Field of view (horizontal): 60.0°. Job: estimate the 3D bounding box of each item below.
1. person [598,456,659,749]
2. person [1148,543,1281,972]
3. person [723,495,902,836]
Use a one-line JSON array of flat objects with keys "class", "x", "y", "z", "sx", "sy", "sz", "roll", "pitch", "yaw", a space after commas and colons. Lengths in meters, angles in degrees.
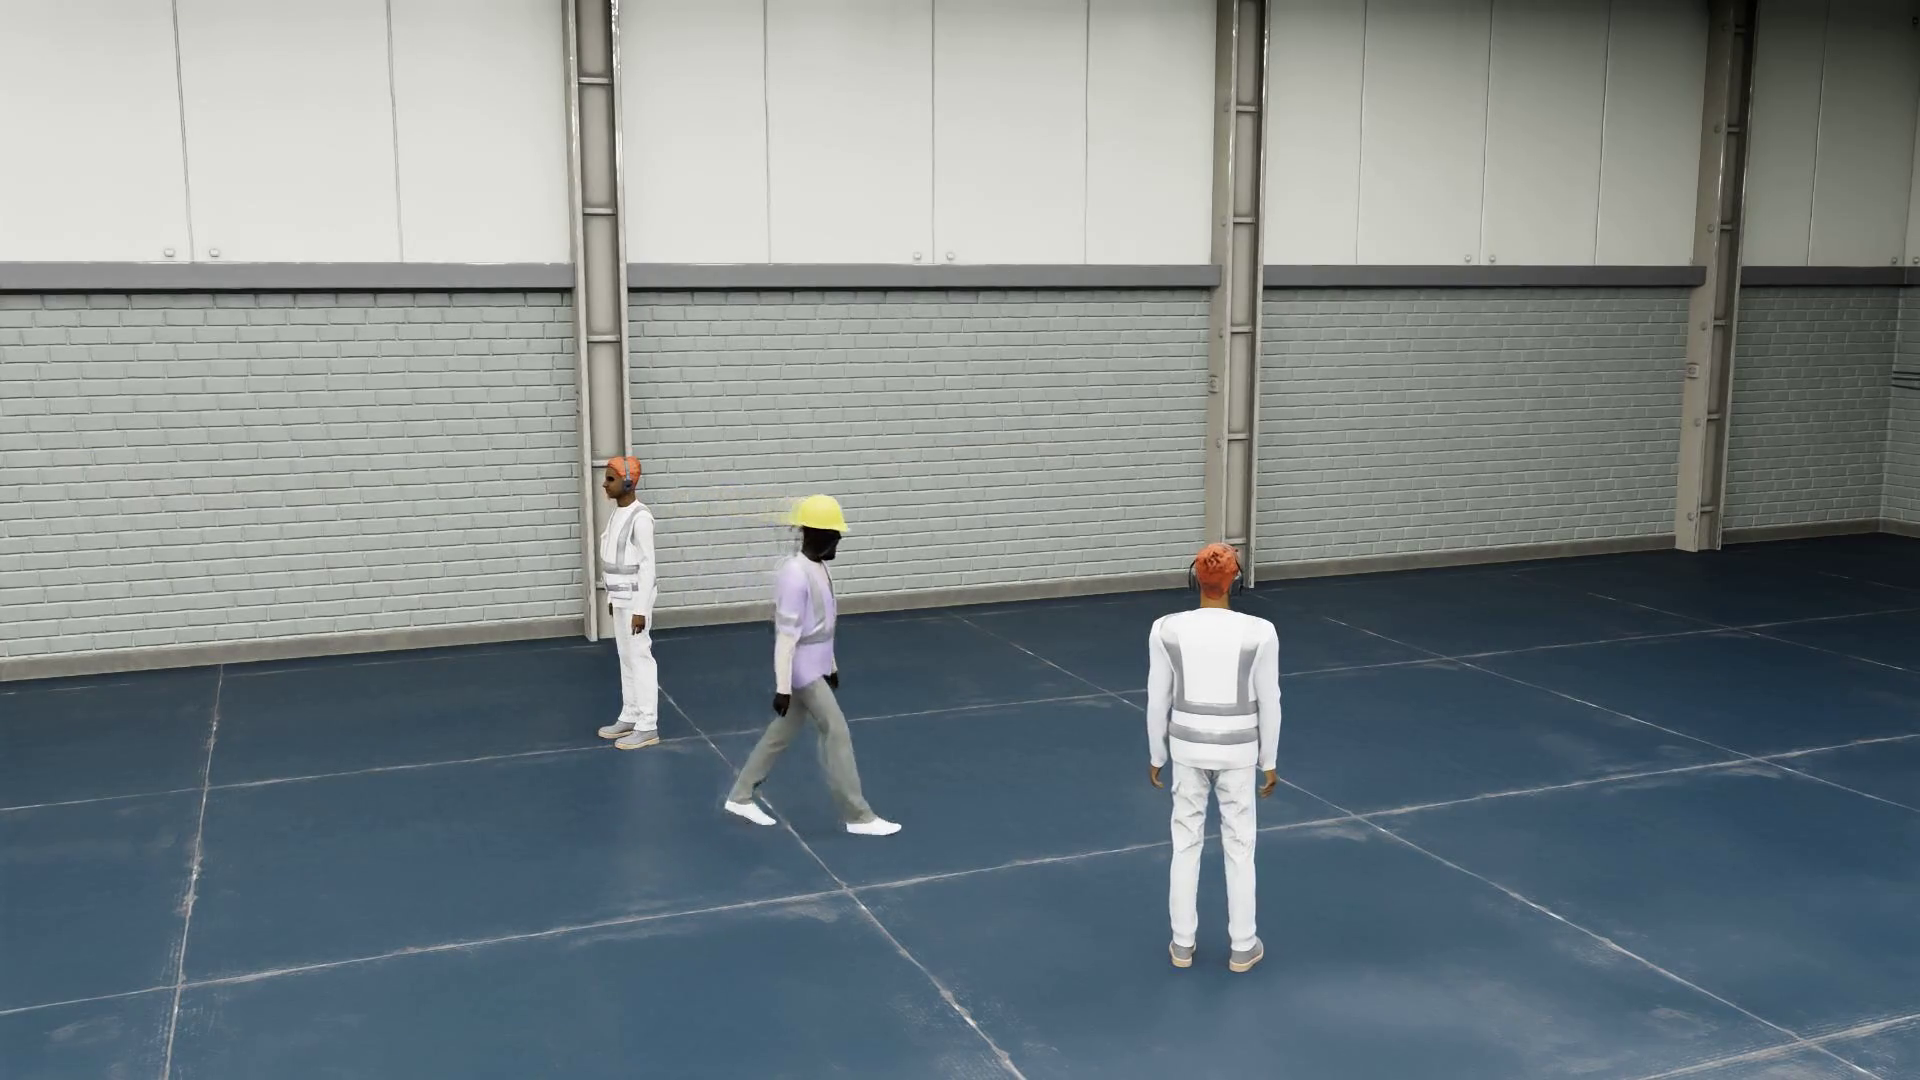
[{"class": "person", "x": -2.135, "y": 0.398, "z": 10.716, "sx": 0.355, "sy": 1.883, "sz": 0.574, "roll": -5, "pitch": 10, "yaw": -29}, {"class": "person", "x": 1.107, "y": 0.947, "z": 7.262, "sx": 0.573, "sy": 1.883, "sz": 0.357, "roll": 3, "pitch": 9, "yaw": 16}, {"class": "person", "x": -0.851, "y": 0.678, "z": 9.030, "sx": 0.999, "sy": 1.873, "sz": 0.592, "roll": 0, "pitch": 9, "yaw": 3}]
